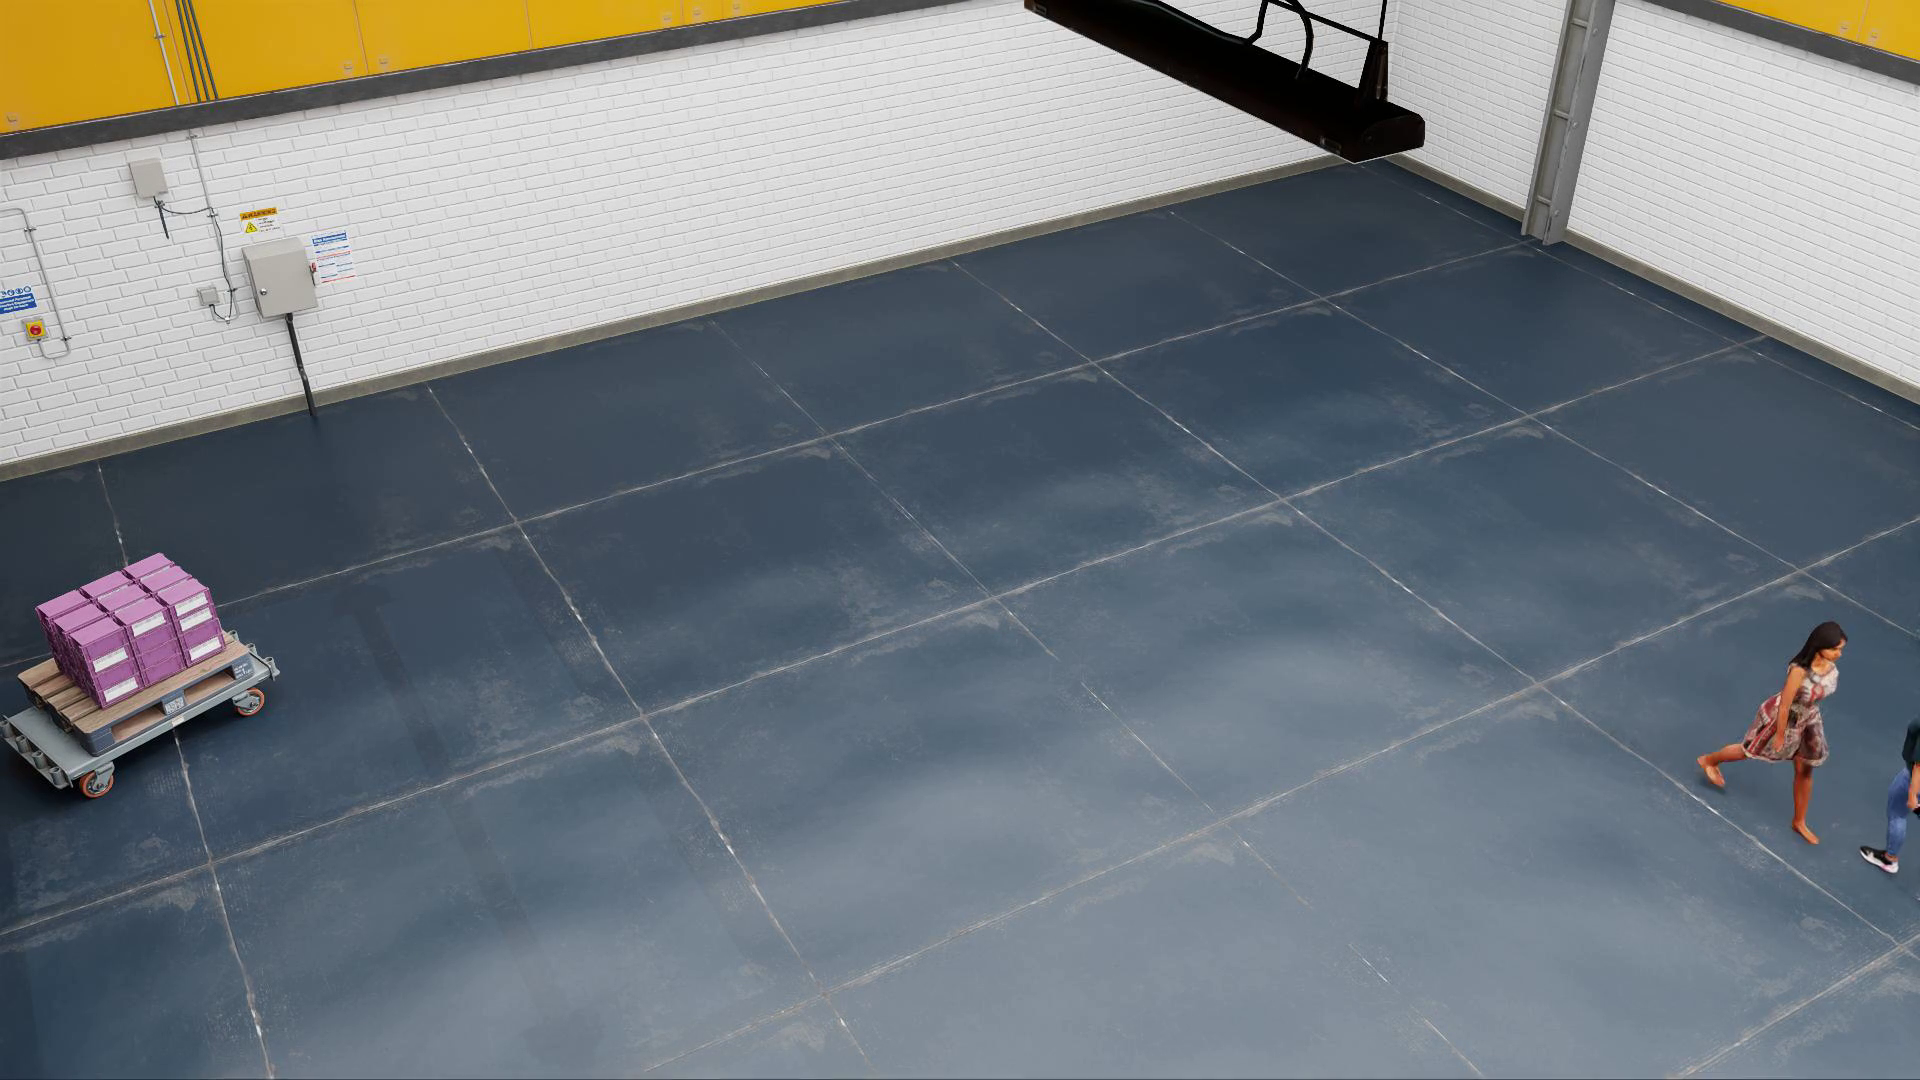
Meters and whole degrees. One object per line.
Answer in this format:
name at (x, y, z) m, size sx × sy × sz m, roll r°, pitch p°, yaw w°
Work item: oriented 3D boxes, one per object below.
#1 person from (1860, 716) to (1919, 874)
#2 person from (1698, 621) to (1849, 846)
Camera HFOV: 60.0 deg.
person at (6.091, 1.502, 10.395) m, size 0.603 × 1.597 × 0.787 m, roll -17°, pitch 37°, yaw -24°
person at (5.363, 1.145, 10.924) m, size 0.659 × 1.606 × 1.144 m, roll -19°, pitch 38°, yaw -26°
